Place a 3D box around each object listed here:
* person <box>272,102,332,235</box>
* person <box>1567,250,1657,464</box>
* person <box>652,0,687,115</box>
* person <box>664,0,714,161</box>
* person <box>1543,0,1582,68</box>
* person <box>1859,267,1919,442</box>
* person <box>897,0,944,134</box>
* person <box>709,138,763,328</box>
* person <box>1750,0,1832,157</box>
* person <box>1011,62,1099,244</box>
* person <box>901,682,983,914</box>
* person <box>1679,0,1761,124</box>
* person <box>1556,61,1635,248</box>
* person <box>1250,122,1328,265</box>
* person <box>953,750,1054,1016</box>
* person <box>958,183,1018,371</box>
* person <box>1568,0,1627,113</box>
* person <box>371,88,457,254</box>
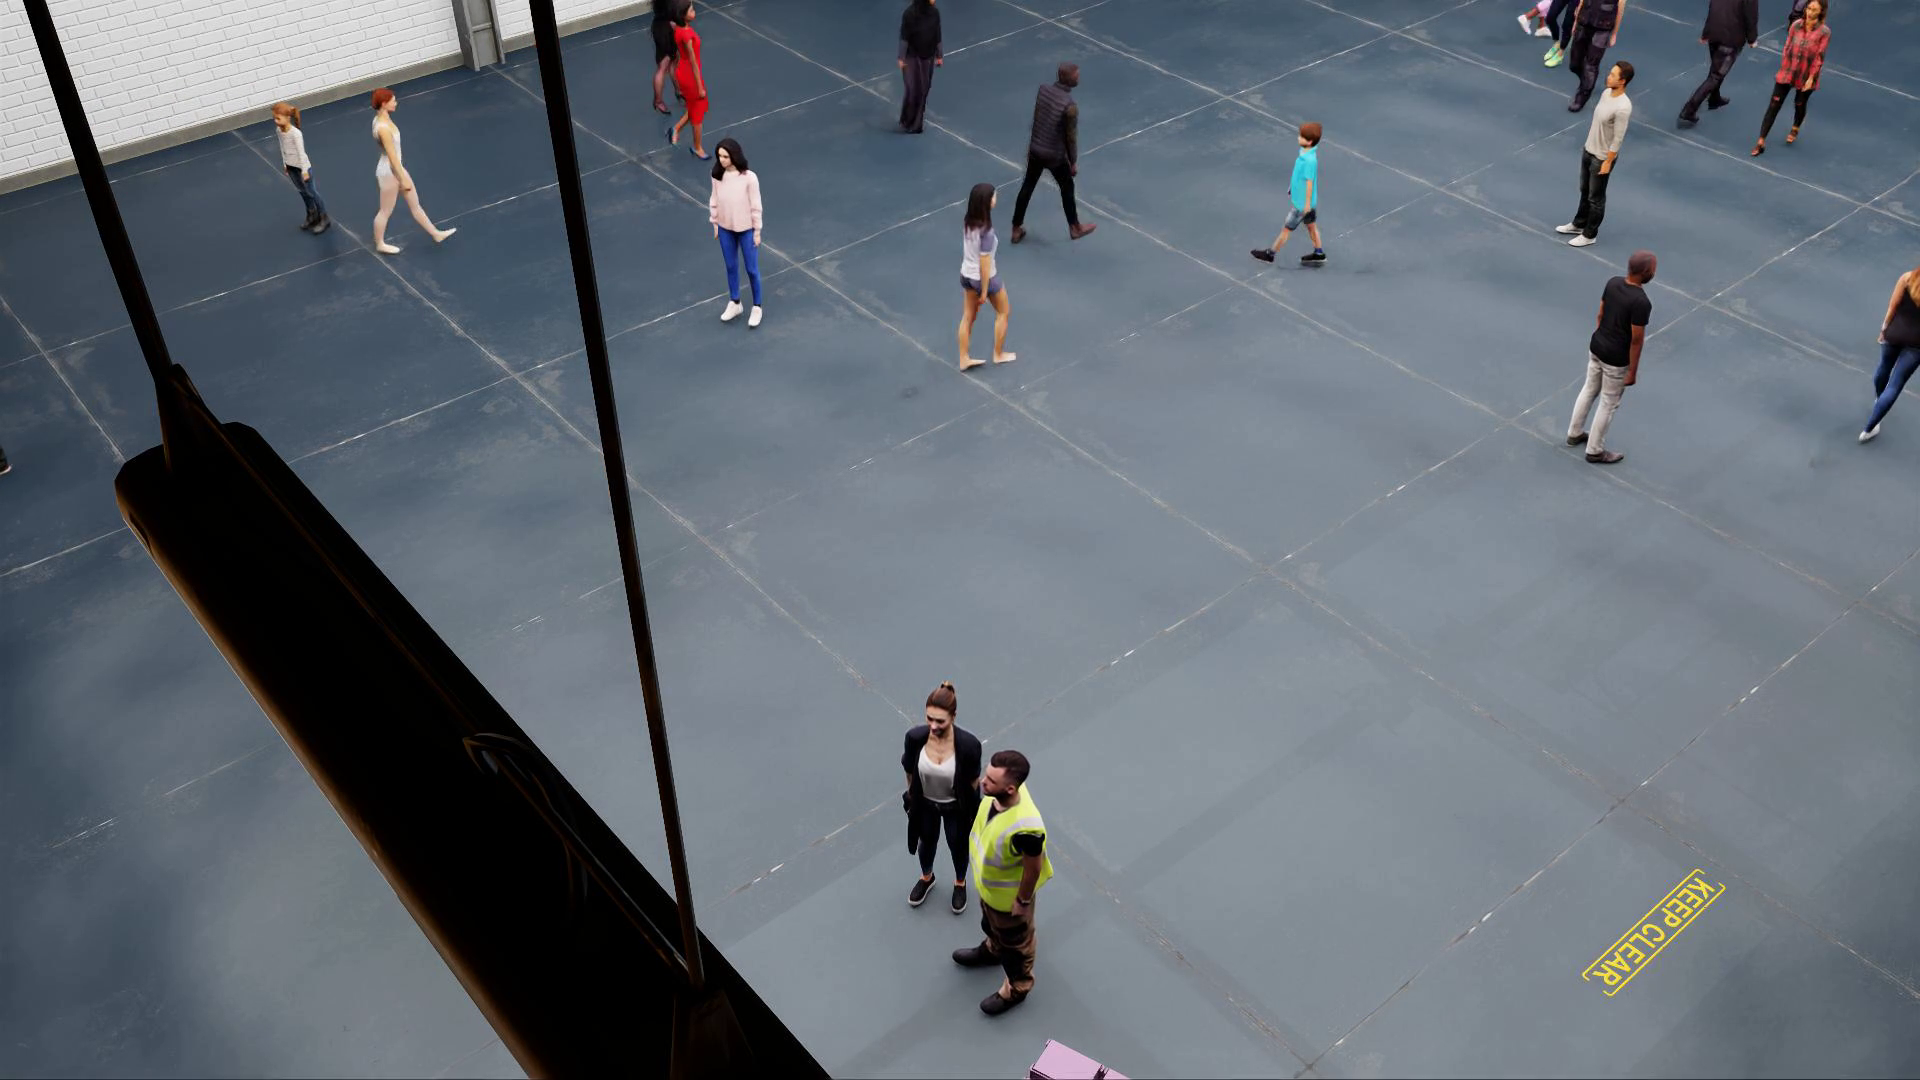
[{"bbox_3d":[-6.371,-3.604,16.058,0.516,1.312,0.536,21,43,24],"label":"person"},{"bbox_3d":[5.081,-1.438,12.952,0.734,1.804,0.745,-11,40,-14],"label":"person"},{"bbox_3d":[-3.258,-5.474,18.101,0.806,1.685,0.699,-13,40,-15],"label":"person"},{"bbox_3d":[-2.844,-4.700,17.094,0.838,1.733,0.746,-8,39,-10],"label":"person"},{"bbox_3d":[7.088,-6.257,19.081,0.629,1.685,0.650,-22,44,-26],"label":"person"},{"bbox_3d":[7.465,-1.539,13.178,1.019,1.680,0.594,-29,47,-32],"label":"person"},{"bbox_3d":[-0.495,-5.215,17.835,0.733,1.612,0.796,-14,41,-17],"label":"person"},{"bbox_3d":[-1.938,-2.710,14.573,0.730,1.768,0.719,14,41,17],"label":"person"},{"bbox_3d":[8.779,-4.844,17.330,1.083,1.662,0.660,-32,48,-33],"label":"person"},{"bbox_3d":[0.793,-3.620,15.701,0.752,1.783,0.983,31,48,33],"label":"person"},{"bbox_3d":[-0.091,1.467,9.412,0.722,1.683,0.747,9,40,12],"label":"person"},{"bbox_3d":[8.156,-5.341,17.841,1.212,1.802,0.914,-17,42,-20],"label":"person"},{"bbox_3d":[6.079,-3.659,15.728,0.758,1.811,0.741,-3,39,-4],"label":"person"},{"bbox_3d":[3.264,-3.180,15.450,0.979,1.409,0.941,5,39,6],"label":"person"},{"bbox_3d":[0.238,1.786,8.881,0.827,1.847,0.798,-13,40,-16],"label":"person"},{"bbox_3d":[0.095,-2.168,13.938,0.773,1.714,0.631,-23,44,-26],"label":"person"},{"bbox_3d":[6.979,-5.616,18.156,0.714,1.838,0.799,30,47,32],"label":"person"},{"bbox_3d":[-5.412,-3.415,15.588,1.084,1.604,0.859,-9,39,-11],"label":"person"}]
